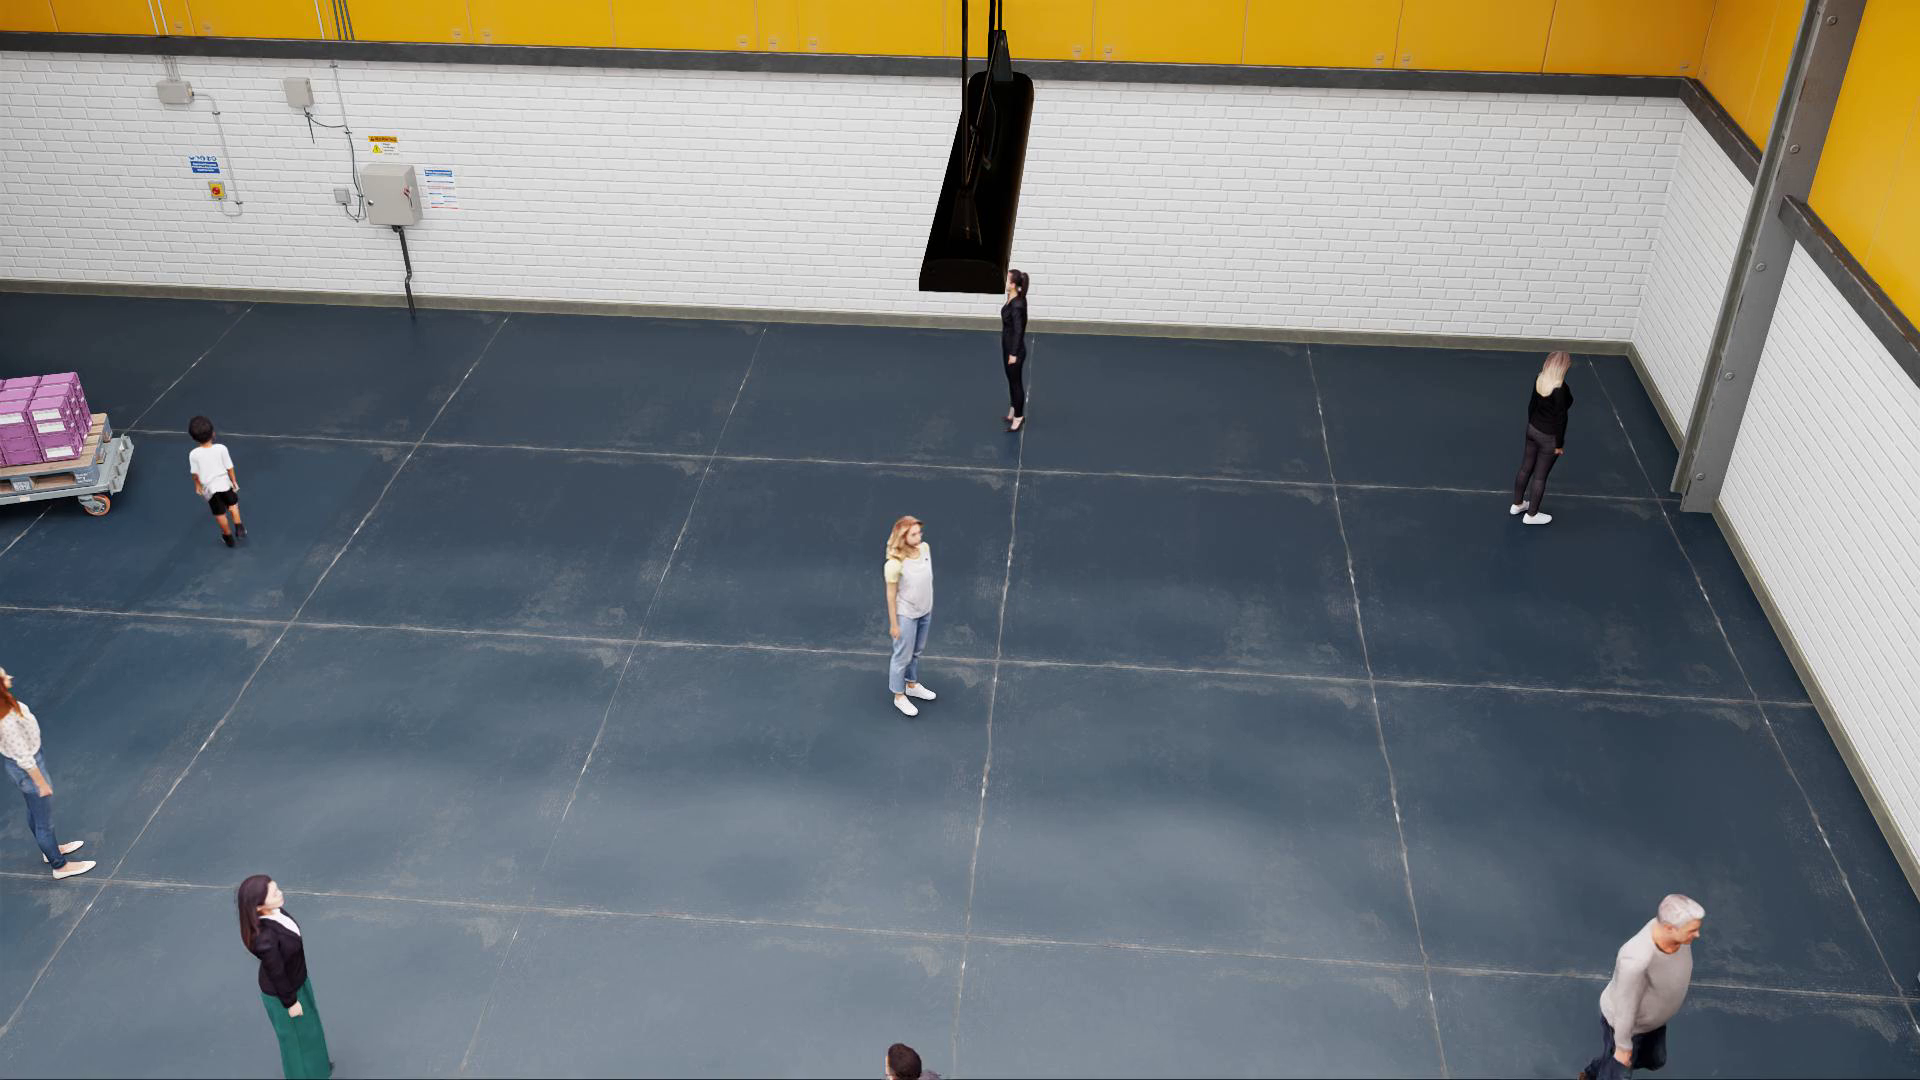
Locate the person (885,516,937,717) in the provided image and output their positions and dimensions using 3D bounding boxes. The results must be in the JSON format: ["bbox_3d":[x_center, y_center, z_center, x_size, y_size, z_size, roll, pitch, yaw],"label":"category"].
[{"bbox_3d":[-0.380,0.550,12.628,0.773,1.724,0.655,21,39,29],"label":"person"}]

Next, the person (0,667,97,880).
[{"bbox_3d":[-6.261,1.533,11.145,0.708,1.728,0.638,-23,40,-30],"label":"person"}]

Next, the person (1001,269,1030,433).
[{"bbox_3d":[0.525,-1.860,16.265,0.660,1.711,0.466,-2,34,-3],"label":"person"}]

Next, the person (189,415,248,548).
[{"bbox_3d":[-6.522,-0.479,14.605,0.572,1.248,0.626,-22,40,-30],"label":"person"}]

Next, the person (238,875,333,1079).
[{"bbox_3d":[-3.876,2.580,9.560,0.769,1.739,0.652,-15,37,-22],"label":"person"}]

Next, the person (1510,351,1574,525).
[{"bbox_3d":[5.211,-0.926,14.881,0.738,1.687,0.608,-11,35,-16],"label":"person"}]

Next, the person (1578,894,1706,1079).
[{"bbox_3d":[3.743,2.641,9.324,0.930,1.898,0.986,-21,39,-28],"label":"person"}]
